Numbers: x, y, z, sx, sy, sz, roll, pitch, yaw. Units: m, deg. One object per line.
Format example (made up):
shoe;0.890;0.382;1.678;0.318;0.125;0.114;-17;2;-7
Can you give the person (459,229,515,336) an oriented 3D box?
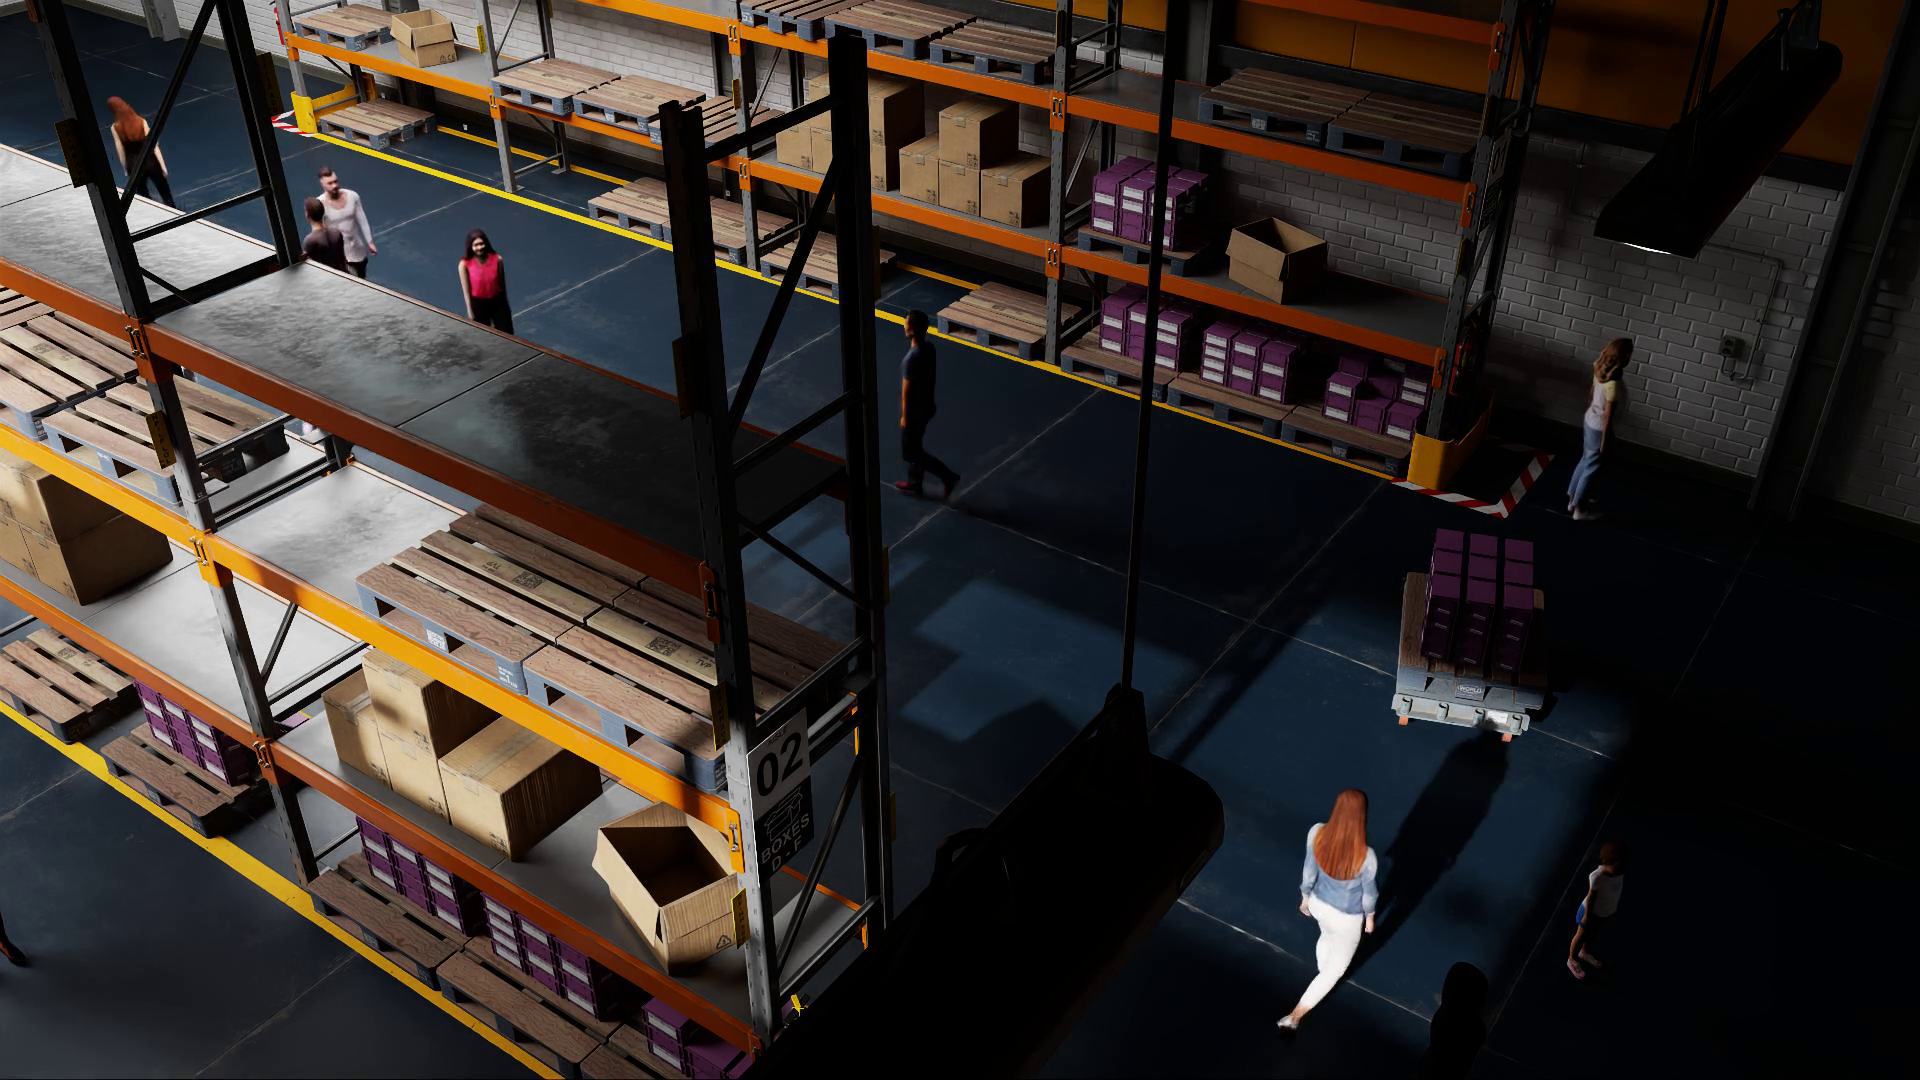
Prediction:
person;-4.602;-2.261;16.163;0.868;1.626;1.082;-17;37;-24

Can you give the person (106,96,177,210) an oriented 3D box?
person;-9.328;-4.230;19.069;0.863;1.688;0.872;-4;34;-6

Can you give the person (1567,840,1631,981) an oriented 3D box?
person;3.841;2.196;10.007;0.478;1.018;0.514;-19;38;-26

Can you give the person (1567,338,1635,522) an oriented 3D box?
person;5.383;-0.927;14.066;0.766;1.725;0.739;0;34;0

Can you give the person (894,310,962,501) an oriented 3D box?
person;-0.290;-1.104;14.271;0.987;1.794;0.812;11;35;16

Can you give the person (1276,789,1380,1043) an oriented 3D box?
person;2.103;2.156;9.469;0.824;1.680;1.047;-27;42;-35

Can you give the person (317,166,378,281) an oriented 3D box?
person;-6.350;-3.006;17.121;1.162;1.807;0.770;26;41;33

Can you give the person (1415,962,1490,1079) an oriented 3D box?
person;2.477;2.768;8.583;0.483;1.642;0.581;21;39;28

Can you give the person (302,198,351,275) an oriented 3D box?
person;-6.030;-2.381;16.183;1.272;1.803;0.905;9;35;14
